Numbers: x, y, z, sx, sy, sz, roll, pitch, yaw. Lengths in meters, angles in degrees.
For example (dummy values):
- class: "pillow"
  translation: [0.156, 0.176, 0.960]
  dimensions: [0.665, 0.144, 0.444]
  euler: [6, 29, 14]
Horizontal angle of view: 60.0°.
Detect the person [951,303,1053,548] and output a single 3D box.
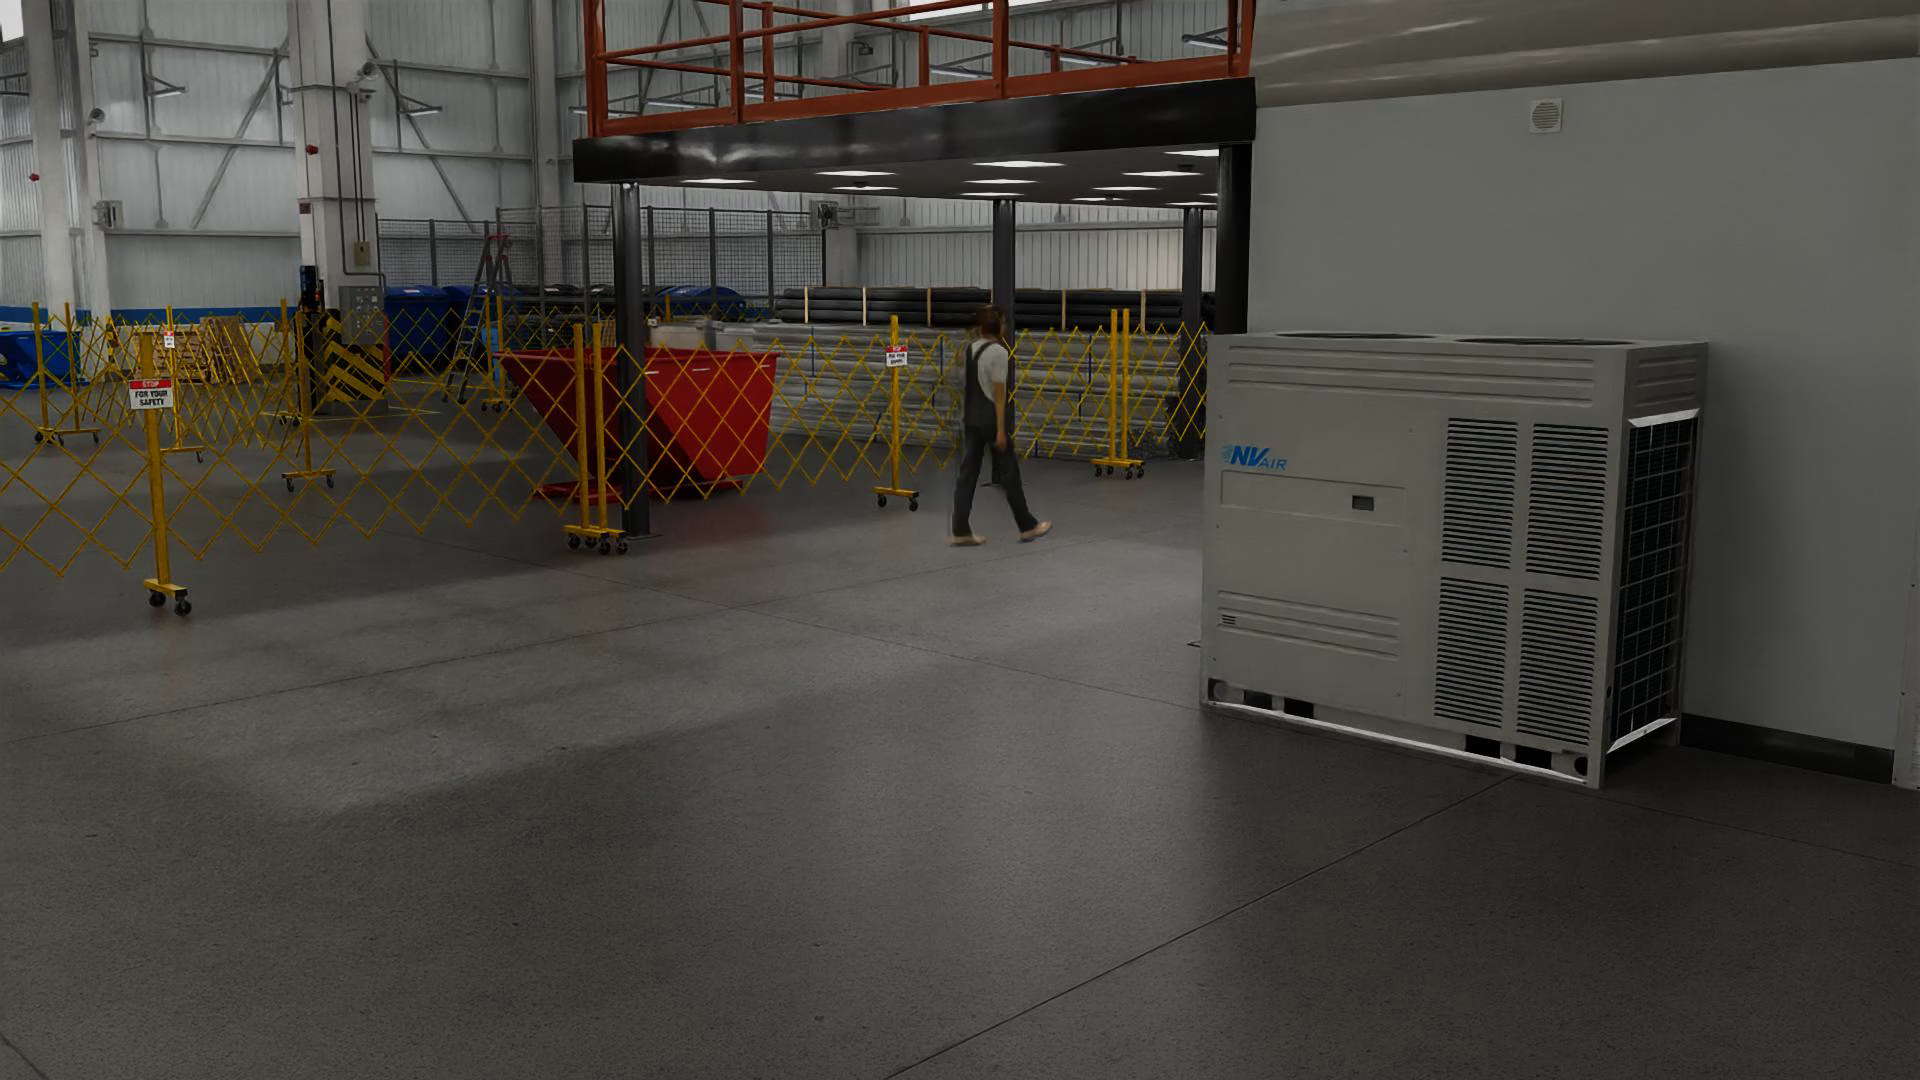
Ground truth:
- class: "person"
  translation: [0.301, -0.854, 12.454]
  dimensions: [0.908, 1.804, 0.556]
  euler: [-7, 11, -36]
